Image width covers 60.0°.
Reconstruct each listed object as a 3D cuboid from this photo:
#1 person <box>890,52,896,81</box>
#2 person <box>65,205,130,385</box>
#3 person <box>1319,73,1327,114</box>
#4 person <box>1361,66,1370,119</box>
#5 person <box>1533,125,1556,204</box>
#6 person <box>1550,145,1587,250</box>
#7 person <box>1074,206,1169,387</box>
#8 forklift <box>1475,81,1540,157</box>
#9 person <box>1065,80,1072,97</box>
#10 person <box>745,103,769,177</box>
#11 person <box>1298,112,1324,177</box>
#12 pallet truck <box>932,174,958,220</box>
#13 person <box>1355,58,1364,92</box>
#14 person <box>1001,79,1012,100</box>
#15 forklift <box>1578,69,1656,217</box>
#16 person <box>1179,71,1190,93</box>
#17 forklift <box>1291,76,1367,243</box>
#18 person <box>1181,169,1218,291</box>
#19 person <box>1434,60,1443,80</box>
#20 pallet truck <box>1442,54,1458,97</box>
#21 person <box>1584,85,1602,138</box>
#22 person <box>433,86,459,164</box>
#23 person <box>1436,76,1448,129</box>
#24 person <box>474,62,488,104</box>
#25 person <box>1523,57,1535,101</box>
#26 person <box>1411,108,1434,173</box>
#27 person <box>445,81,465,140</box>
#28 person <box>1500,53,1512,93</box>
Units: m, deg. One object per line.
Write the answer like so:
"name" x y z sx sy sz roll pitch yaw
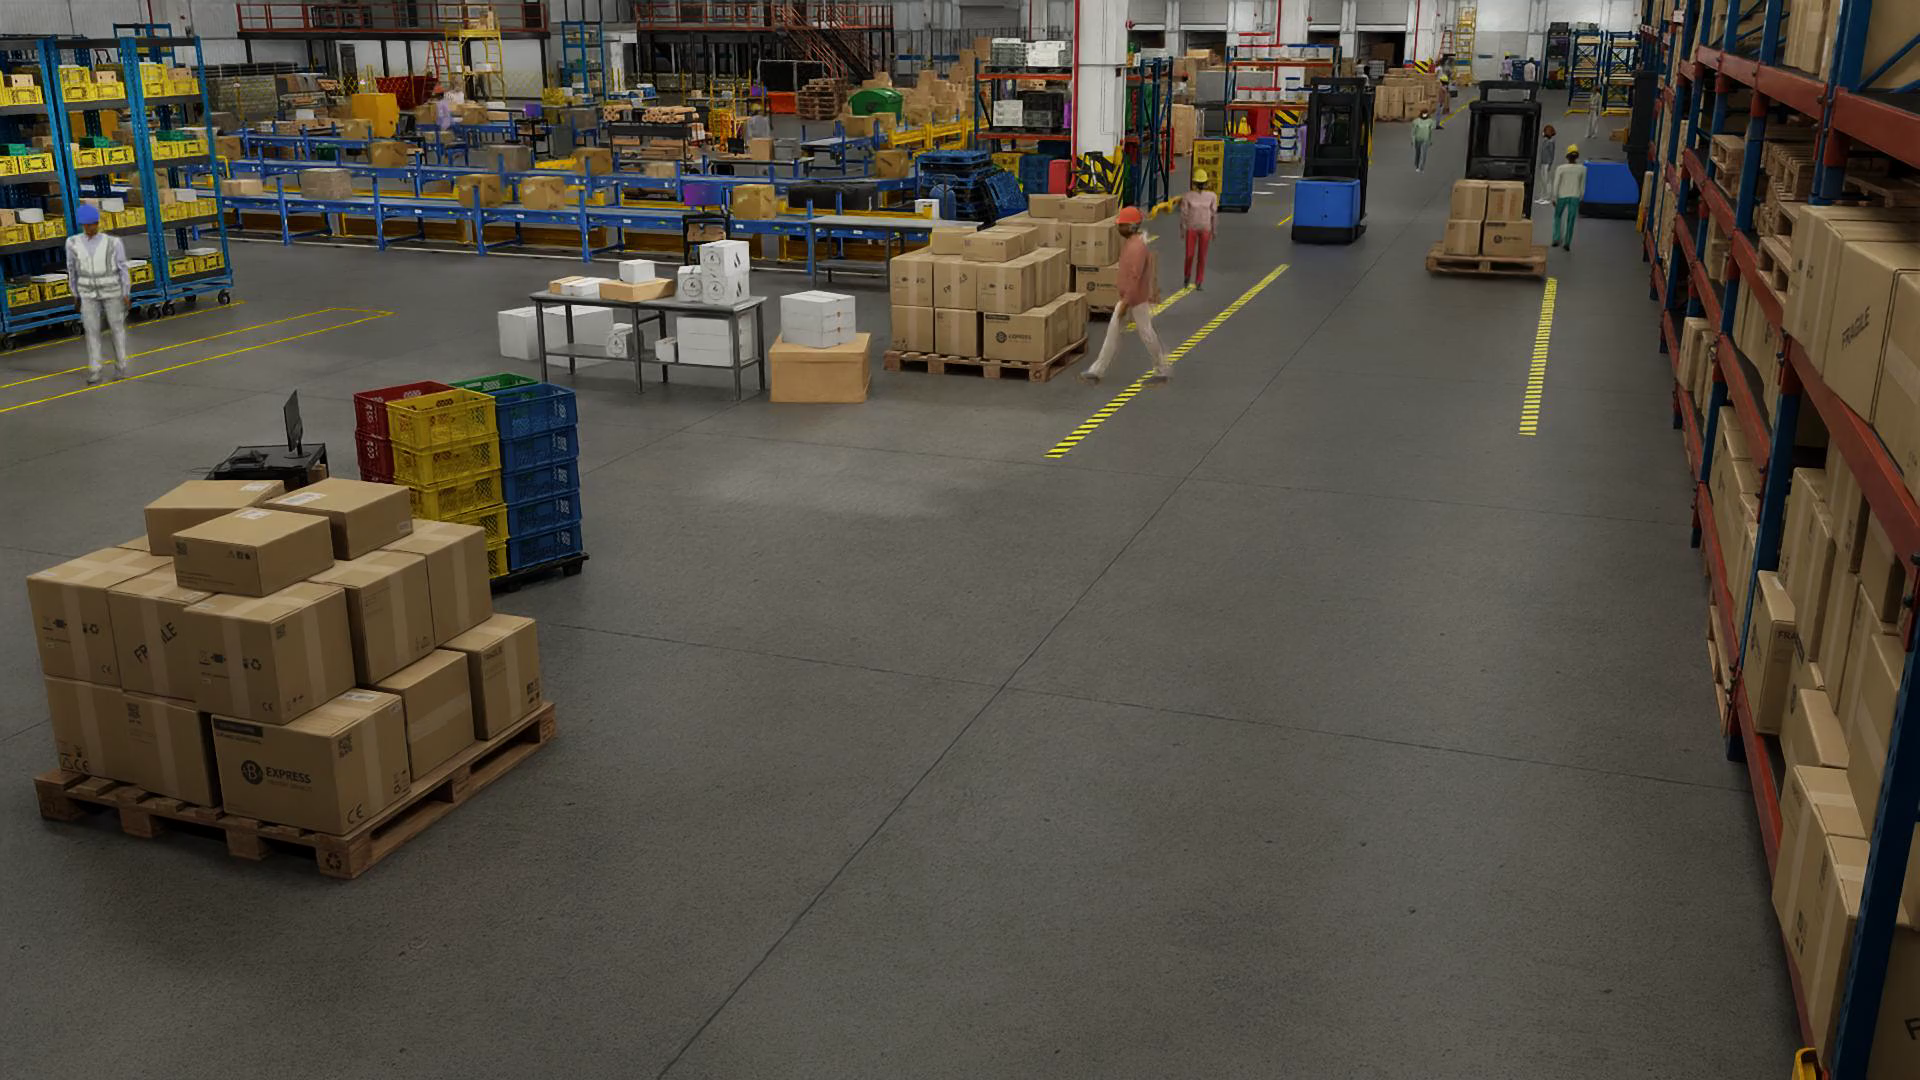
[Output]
"person" -3.696 -25.763 90.950 0.298 1.745 0.484 -9 20 -27
"person" -9.325 -2.634 17.999 0.631 1.920 0.777 -4 18 -13
"person" 12.082 -14.584 55.517 0.398 1.925 0.555 9 20 27
"person" 15.105 -16.715 62.160 0.367 1.963 0.609 -1 18 -4
"person" 12.327 -7.891 34.974 0.266 1.631 0.507 0 18 0
"person" 10.353 -5.832 28.331 0.538 1.747 0.655 3 18 10
"person" 1.799 -2.580 17.799 1.042 1.940 0.614 -4 18 -13
"forklift" 8.975 -6.176 27.560 1.129 2.768 1.873 6 19 19
"person" 4.196 -17.371 64.393 0.506 1.860 0.538 10 20 28
"person" -4.855 -9.507 39.761 0.609 1.818 0.419 -16 23 -40
"person" 7.582 -8.318 35.843 0.570 1.919 0.649 8 19 23
"pallet truck" -0.507 -5.292 27.348 0.653 1.274 1.630 6 19 19
"person" 18.437 -21.278 76.717 0.539 1.846 0.677 -8 19 -23
"person" 1.809 -17.334 64.201 0.610 1.903 0.617 15 23 38
"forklift" 13.219 -7.740 32.475 1.873 2.768 1.129 6 19 18
"person" 7.703 -15.390 58.068 0.690 1.923 0.543 4 18 13
"forklift" 6.598 -6.755 29.381 1.129 2.768 1.873 6 19 19
"person" 3.460 -4.478 24.065 0.525 1.754 0.379 0 18 -1
"person" 21.310 -20.471 74.188 0.966 1.841 0.565 -1 18 -2
"pallet truck" 22.765 -21.886 78.355 0.823 1.965 1.885 -4 18 -14
"person" 20.339 -13.737 53.337 0.310 1.636 0.523 -5 18 -15
"person" -13.689 -10.981 44.031 0.446 2.033 0.628 2 18 5
"person" 16.576 -15.025 57.172 0.323 1.769 0.523 8 19 24
"person" -20.831 -19.769 72.037 0.966 1.798 0.531 12 21 32
"person" 25.590 -20.699 74.722 0.357 1.938 0.638 -8 19 -23
"person" 11.622 -10.063 41.855 0.517 1.597 0.844 3 18 11
"person" -15.568 -13.179 51.231 0.857 1.874 0.650 13 22 35
"person" 27.175 -23.272 82.824 0.587 1.928 0.362 -4 18 -13
